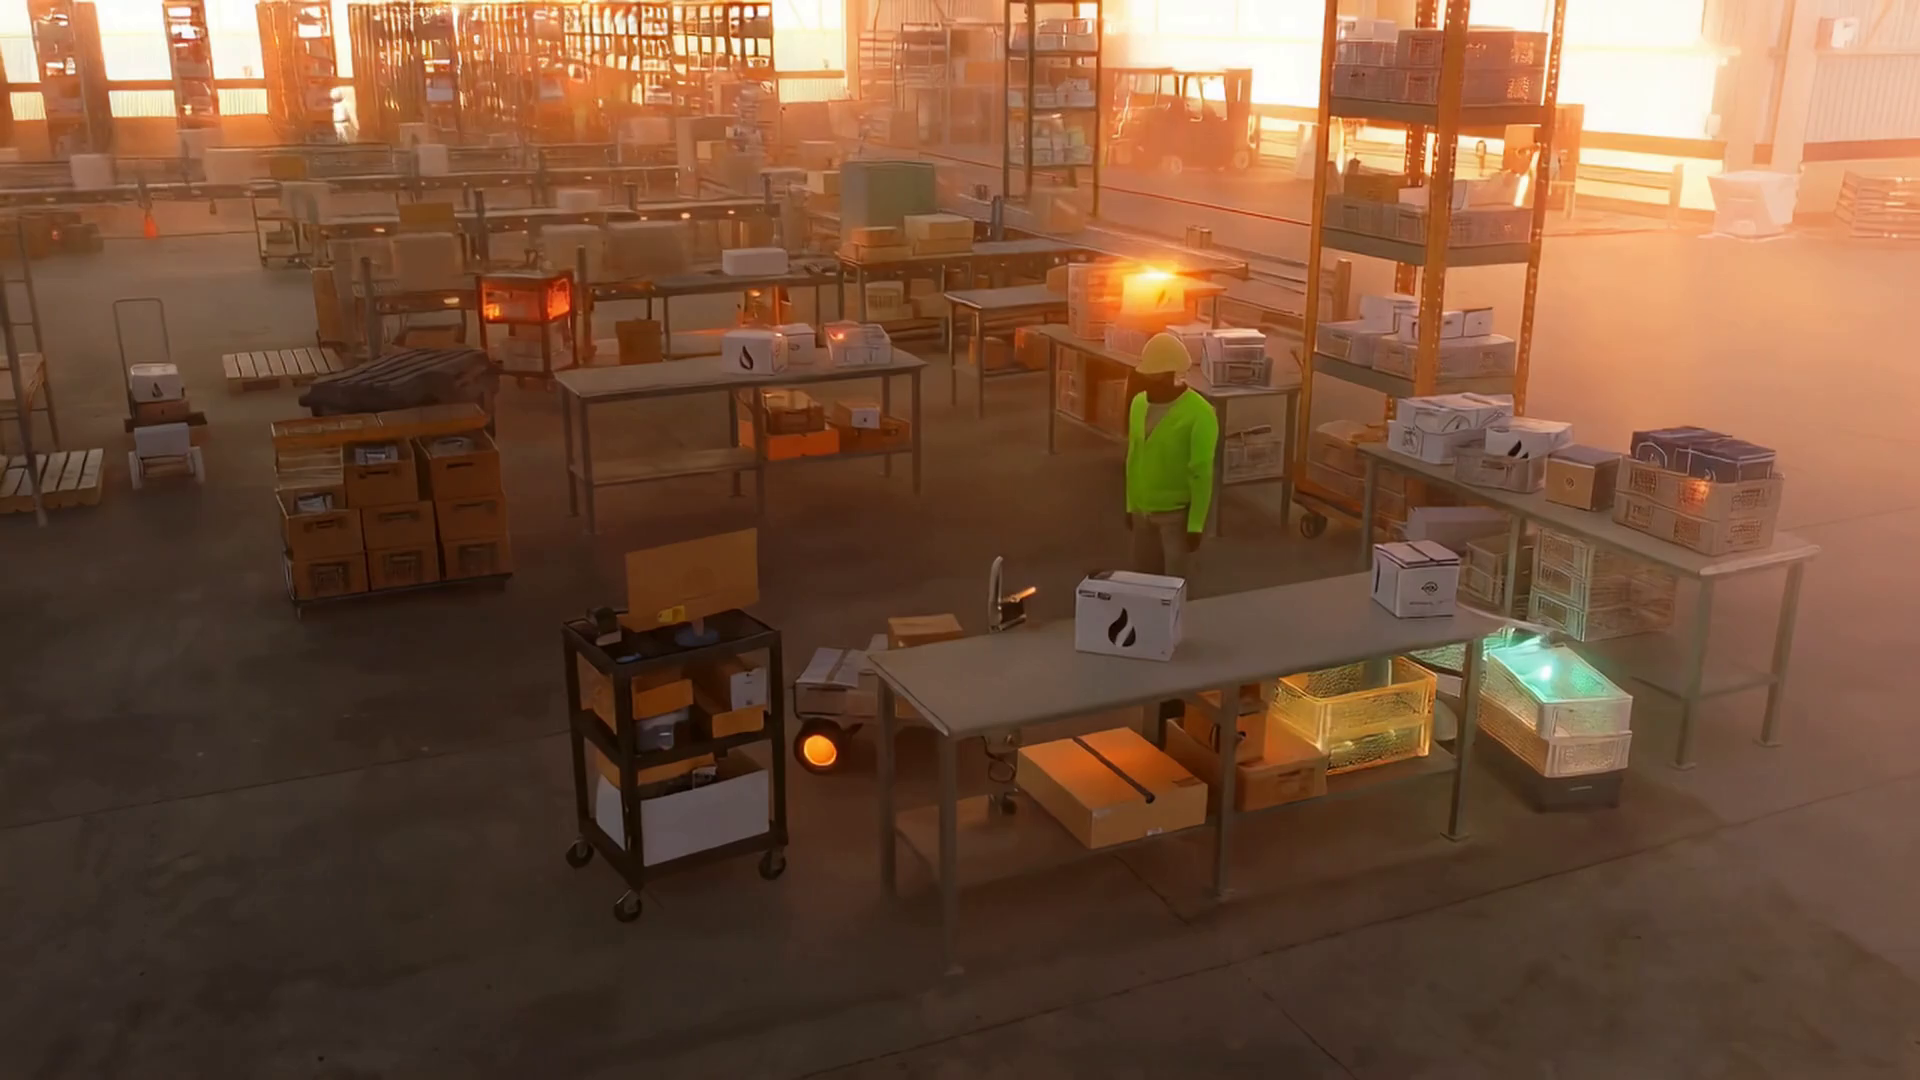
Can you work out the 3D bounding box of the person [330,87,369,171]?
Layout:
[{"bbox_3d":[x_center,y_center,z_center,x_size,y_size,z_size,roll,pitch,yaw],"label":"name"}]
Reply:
[{"bbox_3d":[-13.409,-9.020,36.522,0.662,1.792,0.633,8,19,23],"label":"person"}]

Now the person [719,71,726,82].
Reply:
[{"bbox_3d":[-6.791,-12.551,47.576,0.495,1.830,0.572,-3,18,-9],"label":"person"}]

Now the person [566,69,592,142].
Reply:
[{"bbox_3d":[-9.871,-11.170,42.995,0.606,1.975,0.813,-10,20,-28],"label":"person"}]

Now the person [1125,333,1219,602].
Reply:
[{"bbox_3d":[1.049,-0.166,8.588,0.403,1.820,0.594,-12,21,-33],"label":"person"}]

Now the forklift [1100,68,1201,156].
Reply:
[{"bbox_3d":[4.082,-9.564,37.410,2.680,1.987,1.157,-8,19,-23],"label":"forklift"}]

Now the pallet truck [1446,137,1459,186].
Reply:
[{"bbox_3d":[9.184,-6.485,29.328,1.630,1.274,0.653,-8,19,-23],"label":"pallet truck"}]

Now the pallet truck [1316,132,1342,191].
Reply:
[{"bbox_3d":[7.723,-7.504,32.656,1.601,1.201,0.680,-8,19,-23],"label":"pallet truck"}]

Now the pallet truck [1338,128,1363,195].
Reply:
[{"bbox_3d":[7.845,-7.140,31.411,1.522,1.261,0.704,-9,20,-25],"label":"pallet truck"}]

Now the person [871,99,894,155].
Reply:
[{"bbox_3d":[-1.546,-7.708,32.458,0.459,1.751,0.526,15,23,39],"label":"person"}]

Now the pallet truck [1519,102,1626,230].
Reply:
[{"bbox_3d":[9.972,-6.037,26.785,1.885,1.965,0.823,-9,20,-25],"label":"pallet truck"}]

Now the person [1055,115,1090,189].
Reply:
[{"bbox_3d":[1.779,-5.762,25.931,0.608,2.006,0.958,-11,20,-30],"label":"person"}]

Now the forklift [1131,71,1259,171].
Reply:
[{"bbox_3d":[4.998,-8.936,35.413,2.680,1.987,1.157,-9,20,-25],"label":"forklift"}]

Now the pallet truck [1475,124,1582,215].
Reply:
[{"bbox_3d":[9.707,-6.455,28.103,1.885,1.965,0.823,-7,19,-20],"label":"pallet truck"}]
